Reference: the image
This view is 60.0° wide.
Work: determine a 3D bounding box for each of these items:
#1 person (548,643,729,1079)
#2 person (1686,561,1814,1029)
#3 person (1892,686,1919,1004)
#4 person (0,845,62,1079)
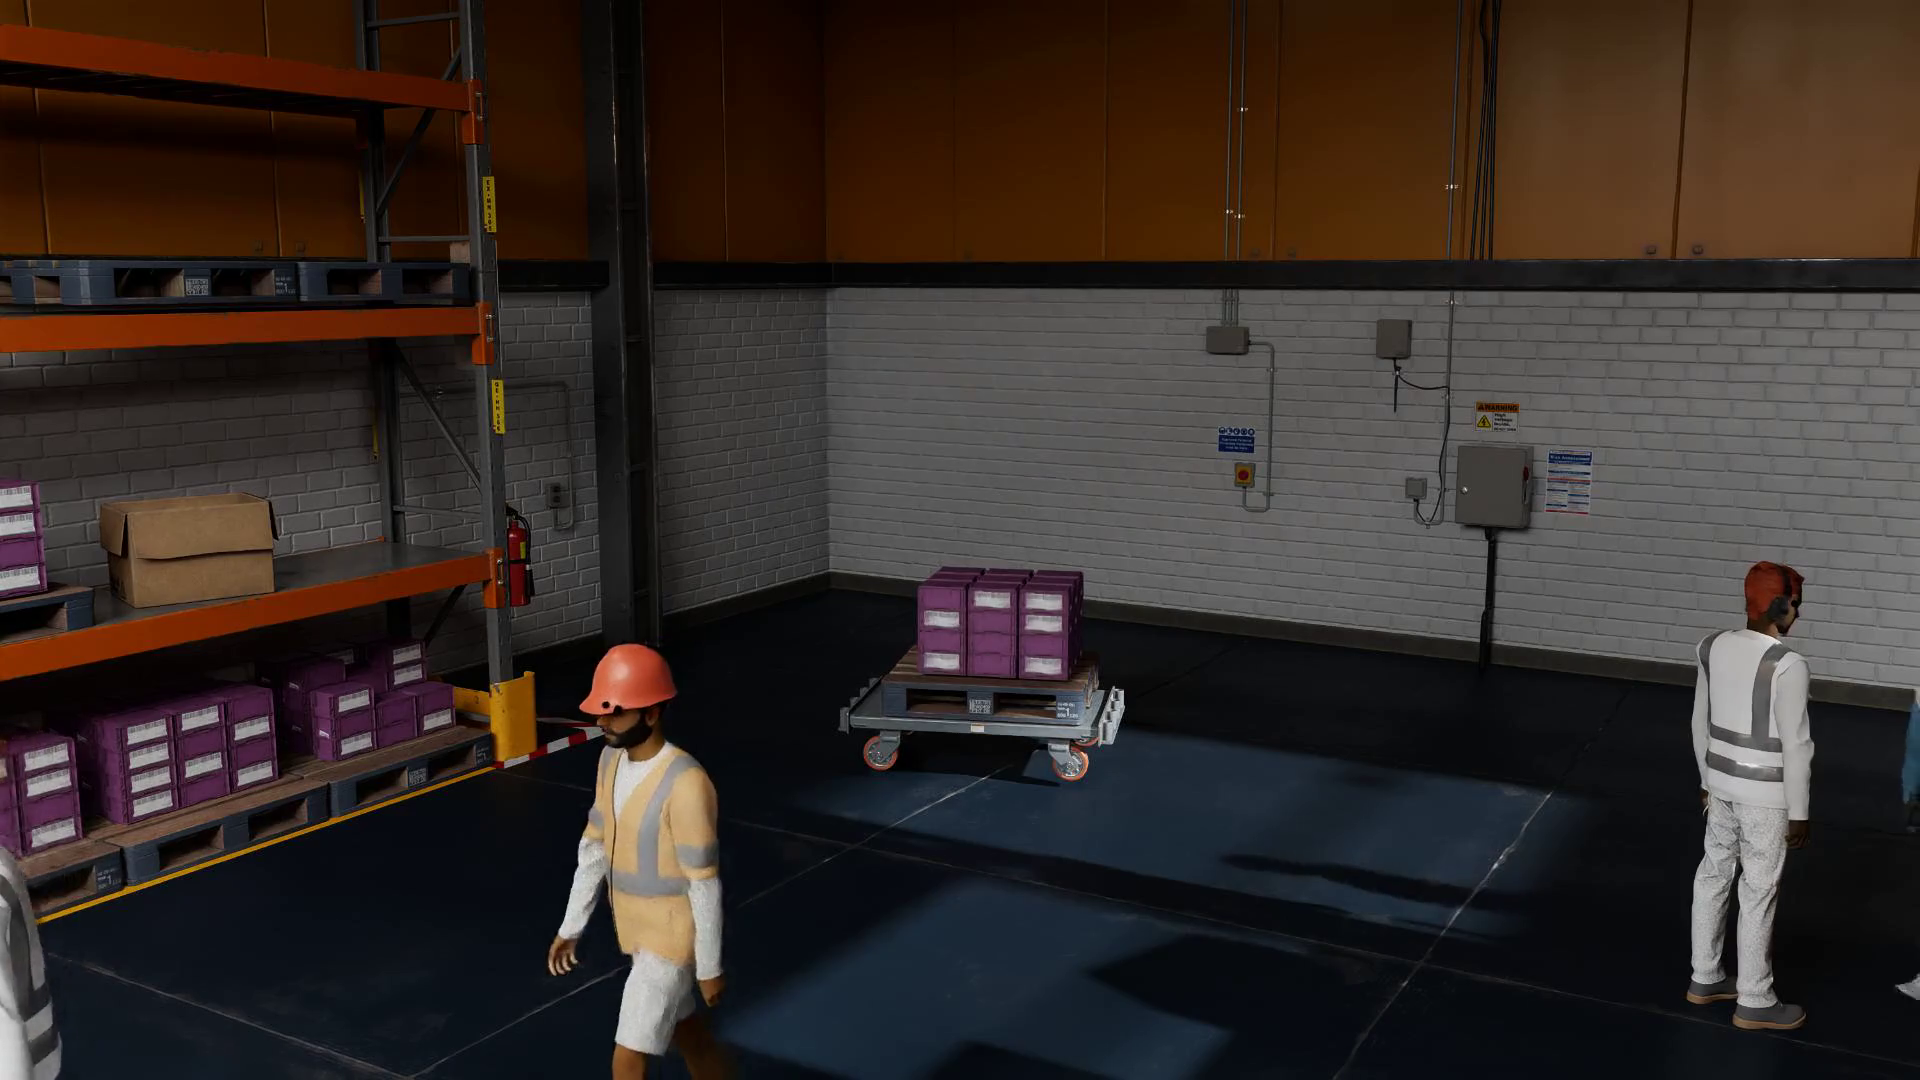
[{"bbox_3d":[-1.056,1.259,5.234,0.969,1.887,0.563,-7,11,-35],"label":"person"},{"bbox_3d":[3.208,1.020,6.732,0.355,1.887,0.573,-3,10,-17],"label":"person"},{"bbox_3d":[4.205,1.141,6.915,0.903,1.586,0.537,-4,10,-25],"label":"person"},{"bbox_3d":[-2.652,1.430,4.332,0.984,1.832,0.614,-5,10,-28],"label":"person"}]
